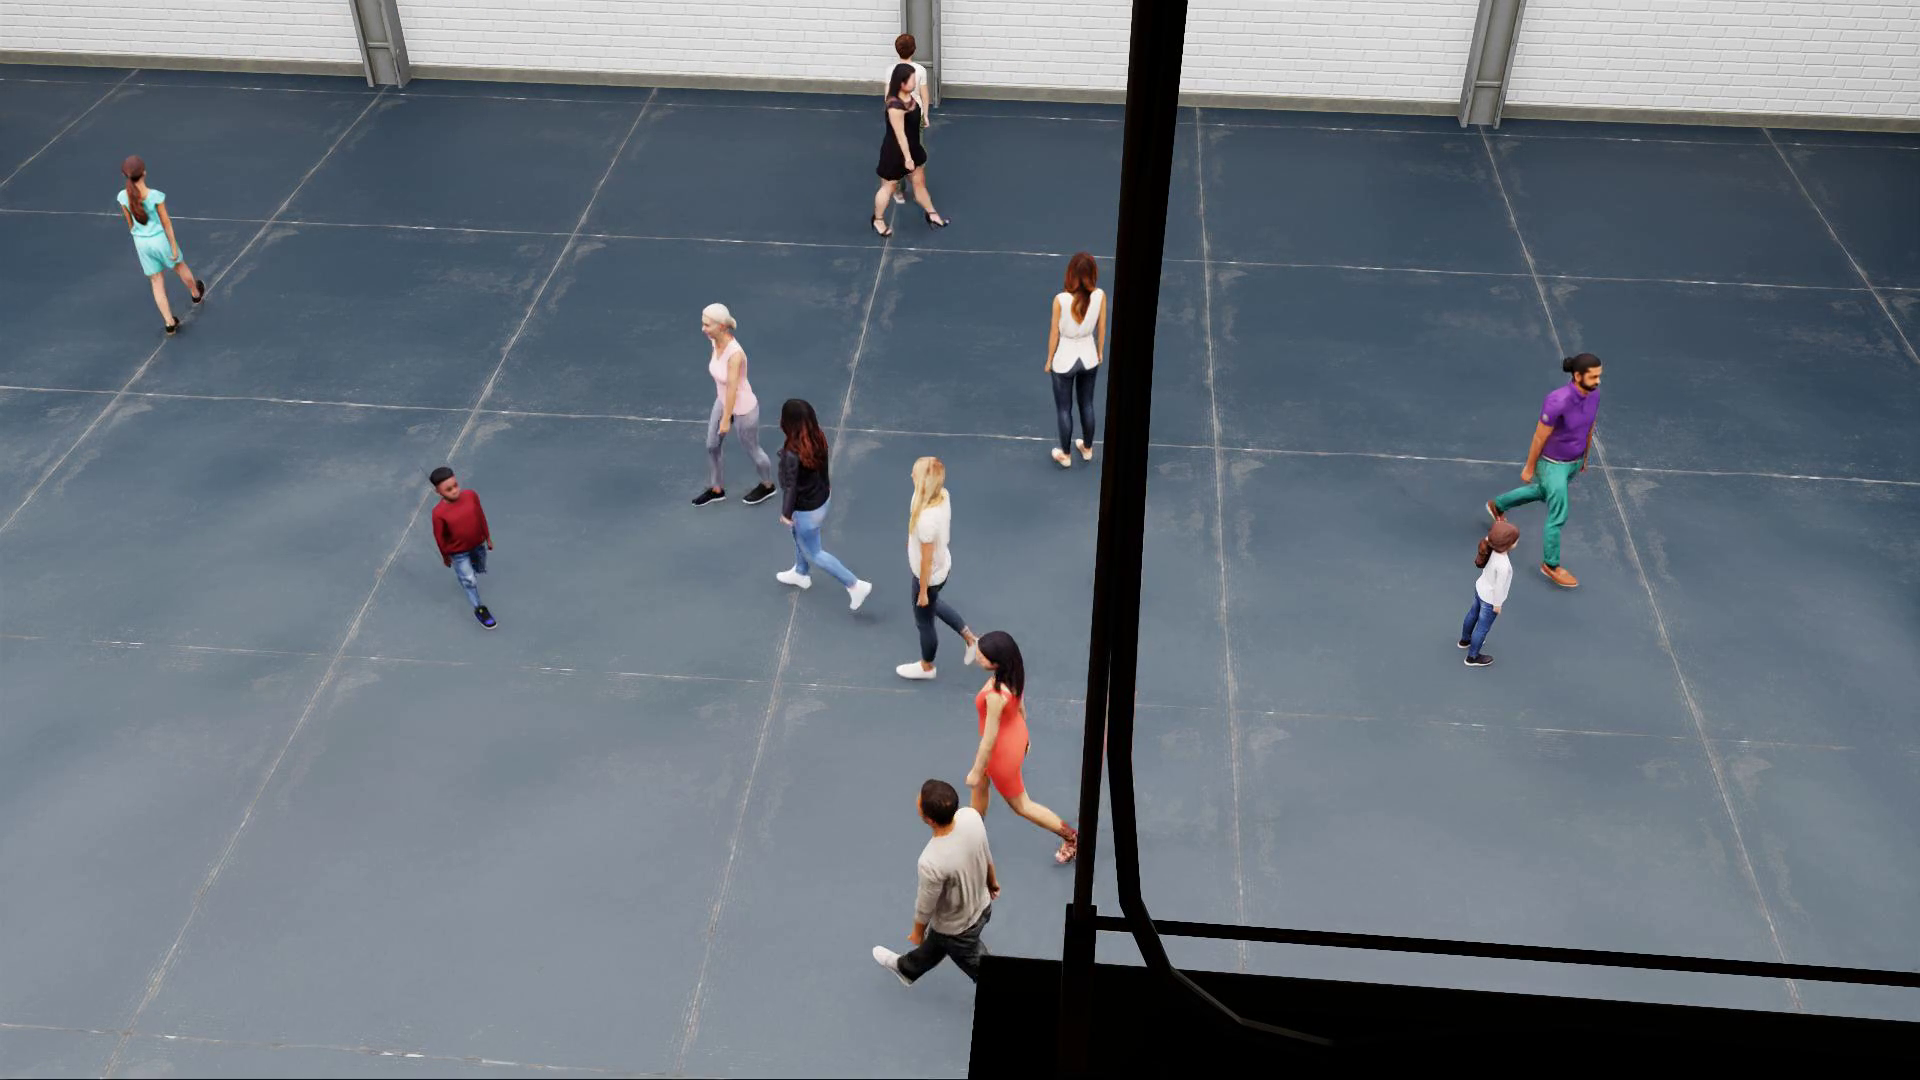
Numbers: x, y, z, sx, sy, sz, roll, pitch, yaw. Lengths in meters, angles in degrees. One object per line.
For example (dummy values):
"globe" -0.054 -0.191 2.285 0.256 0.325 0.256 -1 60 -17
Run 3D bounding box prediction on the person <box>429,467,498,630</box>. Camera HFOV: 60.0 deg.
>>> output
"person" -3.373 -0.003 11.226 0.845 1.243 0.757 32 48 33

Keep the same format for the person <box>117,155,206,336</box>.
"person" -6.838 -2.462 14.080 0.959 1.525 0.772 -6 39 -7

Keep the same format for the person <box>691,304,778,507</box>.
"person" -1.548 -0.994 12.103 0.946 1.698 0.871 -27 46 -30

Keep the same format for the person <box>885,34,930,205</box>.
"person" -0.512 -4.037 15.949 0.505 1.654 0.670 -2 39 -2

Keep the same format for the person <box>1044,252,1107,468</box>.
"person" 0.859 -1.329 12.455 0.599 1.782 0.735 -10 40 -12

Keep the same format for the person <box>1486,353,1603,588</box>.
"person" 4.072 -0.578 11.553 1.166 1.733 1.154 -24 44 -27

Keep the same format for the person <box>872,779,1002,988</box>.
"person" 0.085 1.928 8.399 1.295 1.754 0.983 18 42 21

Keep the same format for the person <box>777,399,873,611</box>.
"person" -0.961 -0.212 11.195 1.085 1.609 0.804 13 41 16

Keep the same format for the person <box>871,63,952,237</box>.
"person" -0.644 -3.563 15.330 0.978 1.684 0.693 5 39 6

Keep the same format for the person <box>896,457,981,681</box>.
"person" -0.096 0.211 10.511 0.858 1.802 0.654 7 39 8

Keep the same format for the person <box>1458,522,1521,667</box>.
"person" 3.472 0.330 10.916 0.490 1.110 0.463 -2 39 -2

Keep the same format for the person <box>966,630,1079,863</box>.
"person" 0.335 1.201 9.366 1.138 1.683 0.657 6 39 7
